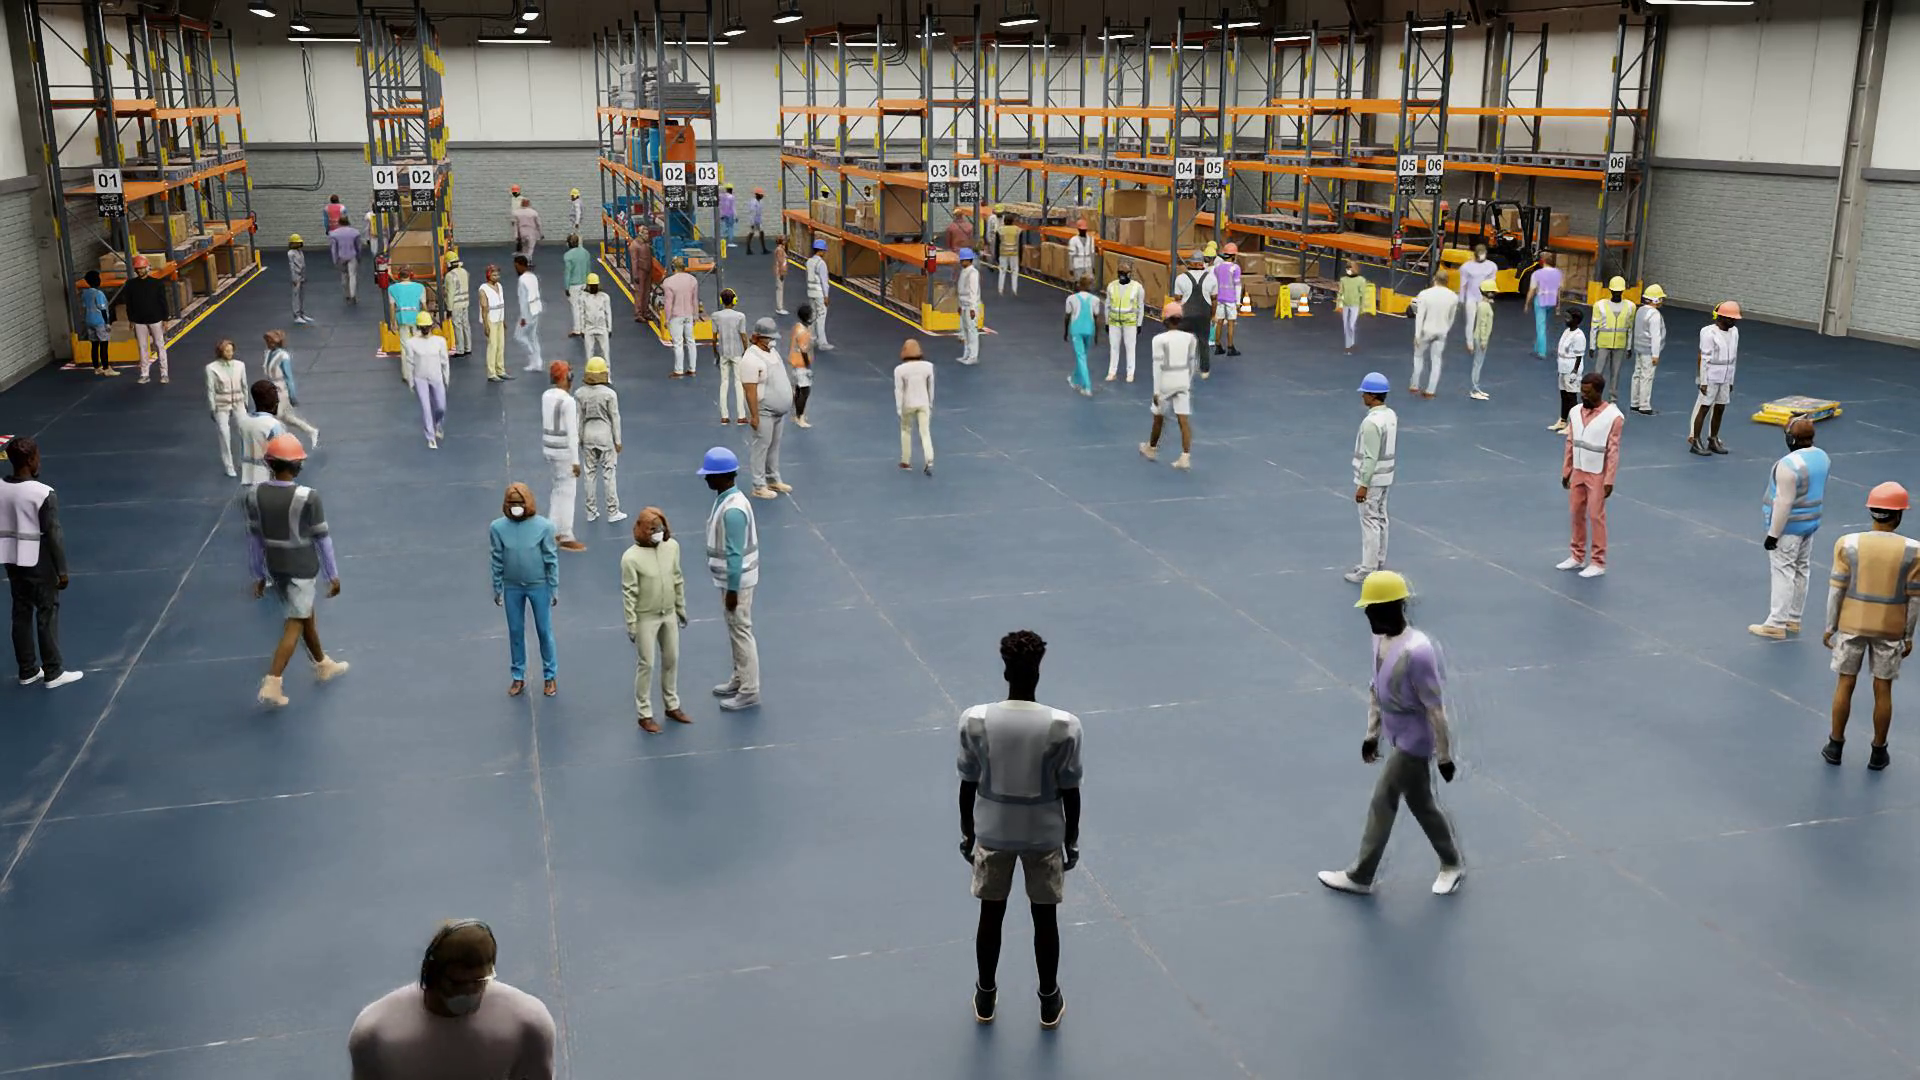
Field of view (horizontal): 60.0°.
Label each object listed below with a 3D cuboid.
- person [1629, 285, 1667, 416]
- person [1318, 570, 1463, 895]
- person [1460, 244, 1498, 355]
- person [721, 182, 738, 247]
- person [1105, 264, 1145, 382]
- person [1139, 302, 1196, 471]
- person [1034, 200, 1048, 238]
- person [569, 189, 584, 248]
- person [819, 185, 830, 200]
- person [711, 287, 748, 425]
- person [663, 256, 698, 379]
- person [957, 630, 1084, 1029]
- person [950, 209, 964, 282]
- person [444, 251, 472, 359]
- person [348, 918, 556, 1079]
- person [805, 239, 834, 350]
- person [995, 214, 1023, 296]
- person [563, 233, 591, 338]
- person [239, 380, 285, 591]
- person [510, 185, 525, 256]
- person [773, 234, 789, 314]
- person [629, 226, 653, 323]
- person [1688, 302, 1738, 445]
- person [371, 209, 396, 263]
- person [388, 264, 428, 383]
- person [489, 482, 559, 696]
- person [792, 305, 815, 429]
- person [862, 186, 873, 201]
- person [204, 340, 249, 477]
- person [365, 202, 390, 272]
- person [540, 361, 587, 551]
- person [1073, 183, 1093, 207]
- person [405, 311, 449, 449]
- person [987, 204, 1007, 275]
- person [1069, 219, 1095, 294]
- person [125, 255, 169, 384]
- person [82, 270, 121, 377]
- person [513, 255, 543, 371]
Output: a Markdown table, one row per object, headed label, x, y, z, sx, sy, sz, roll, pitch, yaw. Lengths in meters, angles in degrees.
| label | x | y | z | sx | sy | sz | roll | pitch | yaw |
| --- | --- | --- | --- | --- | --- | --- | --- | --- | --- |
| person | 9.670 | -2.661 | 23.342 | 0.403 | 1.837 | 0.591 | -1 | 15 | -4 |
| person | 2.487 | 1.084 | 9.224 | 0.838 | 1.863 | 0.606 | 0 | 15 | 0 |
| person | 9.001 | -4.196 | 28.968 | 0.628 | 1.926 | 0.498 | 1 | 15 | 4 |
| person | -6.910 | -9.746 | 49.862 | 0.405 | 1.910 | 0.621 | -14 | 20 | -42 |
| person | 2.565 | -3.401 | 26.117 | 0.625 | 1.843 | 0.430 | 6 | 16 | 22 |
| person | 2.536 | -1.868 | 20.057 | 0.633 | 1.986 | 1.040 | -6 | 16 | -21 |
| person | 2.319 | -8.761 | 46.638 | 0.549 | 1.642 | 0.858 | -7 | 16 | -25 |
| person | -11.021 | -9.164 | 47.817 | 0.404 | 1.831 | 0.600 | -3 | 15 | -11 |
| person | -3.902 | -9.250 | 47.973 | 0.380 | 1.919 | 0.594 | -3 | 15 | -10 |
| person | -3.118 | -2.503 | 22.674 | 0.513 | 1.876 | 0.328 | 2 | 15 | 9 |
| person | -4.440 | -3.532 | 26.426 | 0.372 | 1.940 | 0.631 | 14 | 20 | 43 |
| person | 0.285 | 1.378 | 7.923 | 0.604 | 1.957 | 0.387 | 2 | 15 | 9 |
| person | -0.063 | -7.084 | 40.125 | 0.329 | 1.765 | 0.533 | -3 | 15 | -11 |
| person | -8.615 | -4.017 | 28.469 | 0.404 | 1.824 | 0.586 | 4 | 15 | 15 |
| person | -1.627 | 2.065 | 5.431 | 0.676 | 1.913 | 0.502 | -2 | 15 | -8 |
| person | -2.500 | -4.343 | 29.473 | 0.395 | 1.940 | 0.601 | -11 | 18 | -34 |
| person | 1.097 | -6.424 | 37.517 | 0.635 | 1.838 | 0.430 | -1 | 15 | -2 |
| person | -7.112 | -4.726 | 30.938 | 0.364 | 1.933 | 0.630 | 10 | 18 | 33 |
| person | -6.245 | -0.488 | 15.014 | 0.590 | 1.916 | 0.398 | 11 | 18 | 35 |
| person | -12.486 | -9.032 | 47.031 | 0.611 | 1.985 | 0.393 | 11 | 18 | 35 |
| person | -3.700 | -5.494 | 34.378 | 0.315 | 1.640 | 0.515 | -2 | 15 | -6 |
| person | -6.303 | -5.285 | 33.118 | 0.401 | 1.893 | 0.652 | 5 | 16 | 19 |
| person | 9.663 | -2.119 | 21.285 | 0.502 | 1.853 | 0.325 | -2 | 15 | -8 |
| person | -15.101 | -8.104 | 43.621 | 0.612 | 1.955 | 1.000 | -4 | 15 | -14 |
| person | -8.622 | -3.388 | 26.057 | 0.570 | 1.844 | 0.377 | -6 | 16 | -21 |
| person | -3.225 | 0.364 | 12.363 | 0.500 | 1.627 | 0.278 | 0 | 15 | 0 |
| person | -2.121 | -2.366 | 22.563 | 0.322 | 1.666 | 0.652 | -2 | 15 | -8 |
| person | -2.693 | -9.537 | 49.183 | 0.508 | 1.861 | 0.325 | 10 | 18 | 34 |
| person | -8.511 | -1.519 | 19.466 | 0.625 | 1.622 | 0.537 | 13 | 20 | 41 |
| person | -14.738 | -7.669 | 42.211 | 0.627 | 1.830 | 0.432 | -7 | 16 | -23 |
| person | -3.922 | -0.826 | 16.384 | 0.386 | 1.869 | 0.659 | -13 | 19 | -39 |
| person | 3.618 | -9.483 | 48.837 | 0.624 | 1.934 | 0.534 | 3 | 15 | 10 |
| person | -6.779 | -2.049 | 21.200 | 0.531 | 1.753 | 0.459 | -7 | 16 | -25 |
| person | 0.967 | -7.650 | 42.229 | 0.632 | 1.788 | 0.879 | -4 | 15 | -15 |
| person | 2.573 | -5.687 | 34.567 | 0.585 | 1.915 | 0.695 | -3 | 15 | -12 |
| person | -12.676 | -3.436 | 25.953 | 0.608 | 1.995 | 0.377 | -2 | 15 | -9 |
| person | -13.780 | -3.455 | 26.606 | 0.543 | 1.695 | 0.318 | 9 | 17 | 31 |
| person | -7.026 | -3.675 | 27.043 | 0.464 | 1.891 | 0.642 | 2 | 15 | 6 |
